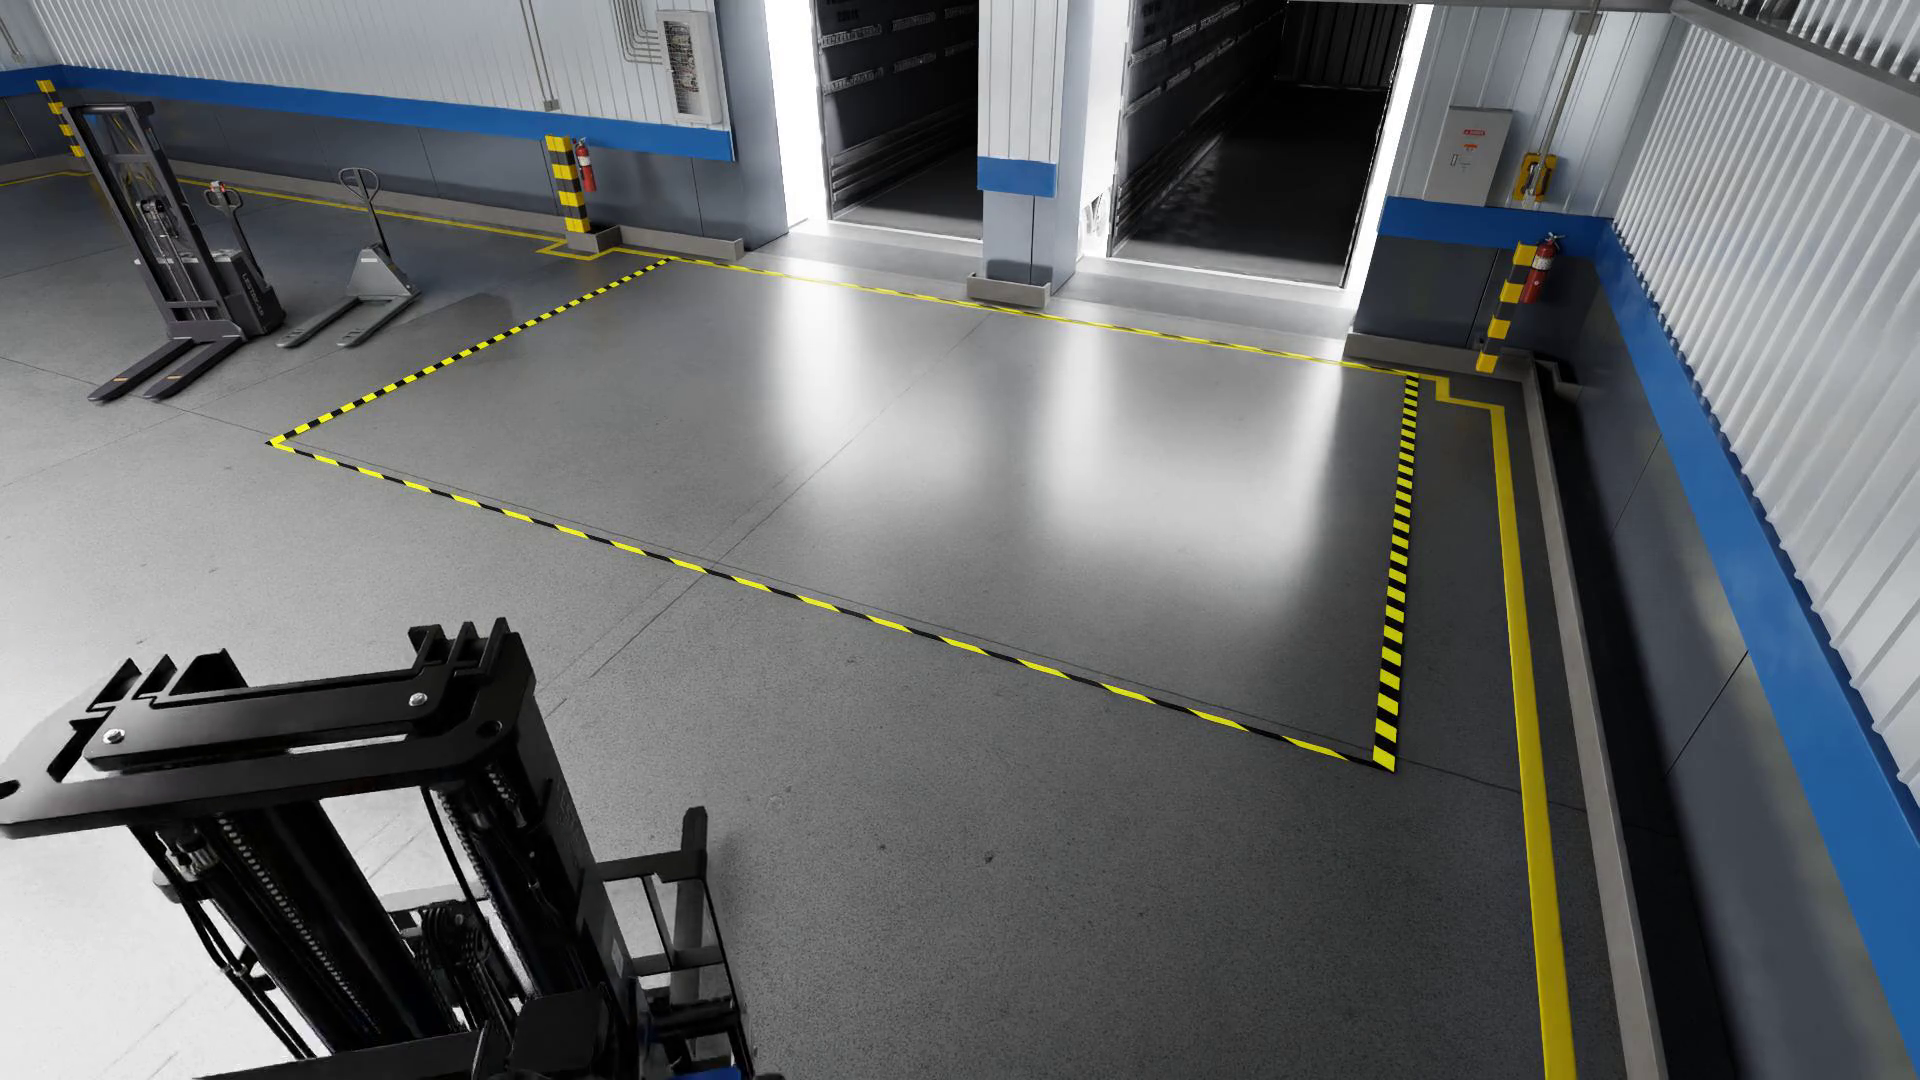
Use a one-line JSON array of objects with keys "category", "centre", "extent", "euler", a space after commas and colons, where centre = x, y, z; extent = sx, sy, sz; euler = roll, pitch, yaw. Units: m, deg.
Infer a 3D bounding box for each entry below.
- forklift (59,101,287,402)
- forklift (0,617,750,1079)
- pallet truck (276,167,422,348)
[{"category": "forklift", "centre": [-6.686, -2.387, 7.434], "extent": [0.823, 1.965, 1.885], "euler": [-3, 35, -5]}, {"category": "forklift", "centre": [-0.975, 1.672, 1.318], "extent": [1.157, 2.036, 2.680], "euler": [-6, 35, -8]}, {"category": "pallet truck", "centre": [-5.732, -2.611, 8.414], "extent": [0.680, 1.201, 1.601], "euler": [-1, 35, -1]}]
